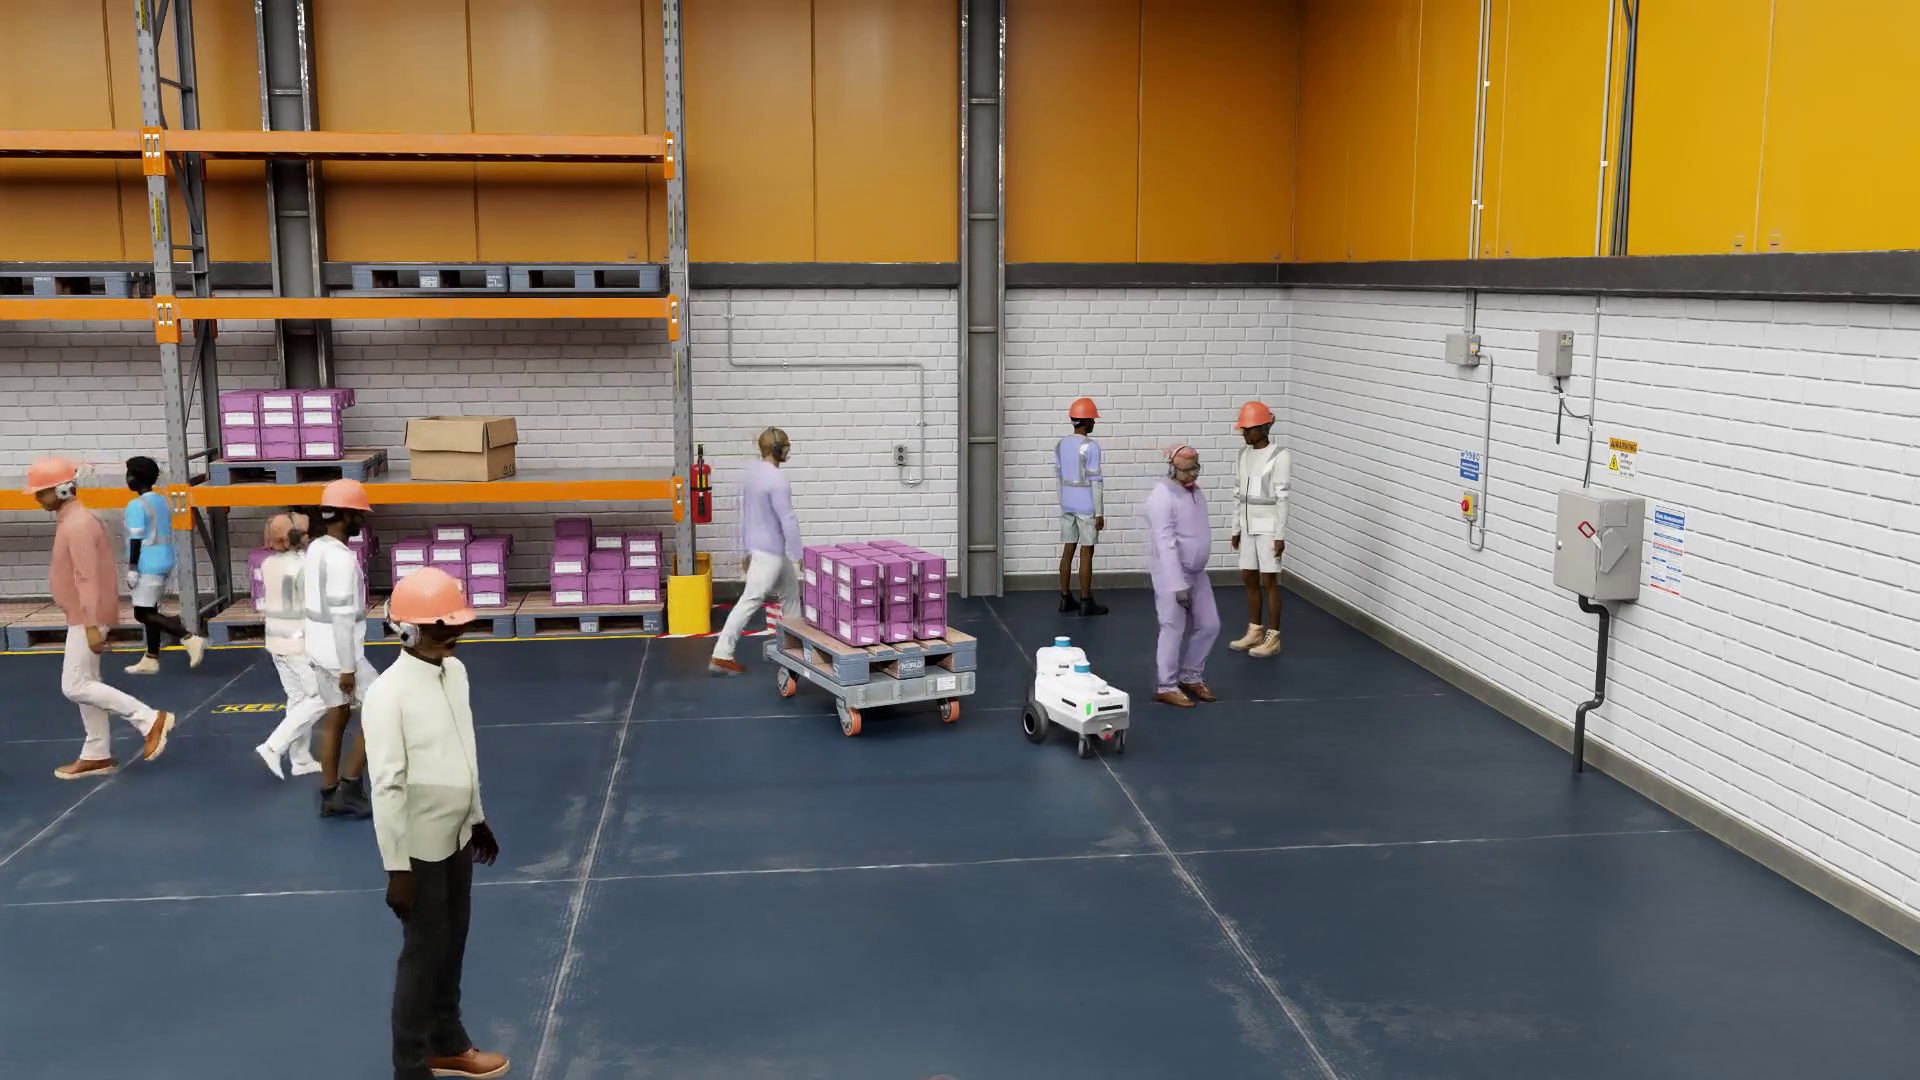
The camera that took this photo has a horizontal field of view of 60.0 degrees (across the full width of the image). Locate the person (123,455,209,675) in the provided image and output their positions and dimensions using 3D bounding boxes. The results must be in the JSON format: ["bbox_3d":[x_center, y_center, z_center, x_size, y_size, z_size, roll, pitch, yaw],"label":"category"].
[{"bbox_3d":[-6.006,0.201,12.482,0.597,1.679,0.549,-1,9,-6],"label":"person"}]

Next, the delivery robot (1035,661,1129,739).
[{"bbox_3d":[0.775,1.019,10.594,0.477,0.478,0.707,-4,10,-26],"label":"delivery robot"}]

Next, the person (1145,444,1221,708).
[{"bbox_3d":[1.560,0.264,11.528,0.511,1.871,0.669,7,12,38],"label":"person"}]

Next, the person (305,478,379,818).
[{"bbox_3d":[-3.397,0.613,9.231,0.473,1.907,0.538,-7,12,-38],"label":"person"}]

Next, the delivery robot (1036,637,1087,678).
[{"bbox_3d":[0.694,0.902,11.322,0.477,0.478,0.707,0,9,1],"label":"delivery robot"}]

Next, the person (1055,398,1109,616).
[{"bbox_3d":[1.084,-0.294,14.779,0.359,1.938,0.545,-8,12,-39],"label":"person"}]

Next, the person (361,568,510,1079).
[{"bbox_3d":[-1.910,1.082,6.067,0.390,1.991,0.659,1,9,8],"label":"person"}]

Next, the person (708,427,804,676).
[{"bbox_3d":[-1.466,0.084,12.625,1.061,1.889,0.642,-3,10,-21],"label":"person"}]

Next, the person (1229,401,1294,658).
[{"bbox_3d":[2.360,-0.088,13.227,0.409,2.028,0.615,-5,11,-30],"label":"person"}]

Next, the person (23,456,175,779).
[{"bbox_3d":[-5.185,0.464,9.971,0.661,1.958,0.647,-5,10,-27],"label":"person"}]

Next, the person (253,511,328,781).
[{"bbox_3d":[-3.985,0.647,9.873,0.532,1.624,0.435,8,12,40],"label":"person"}]
